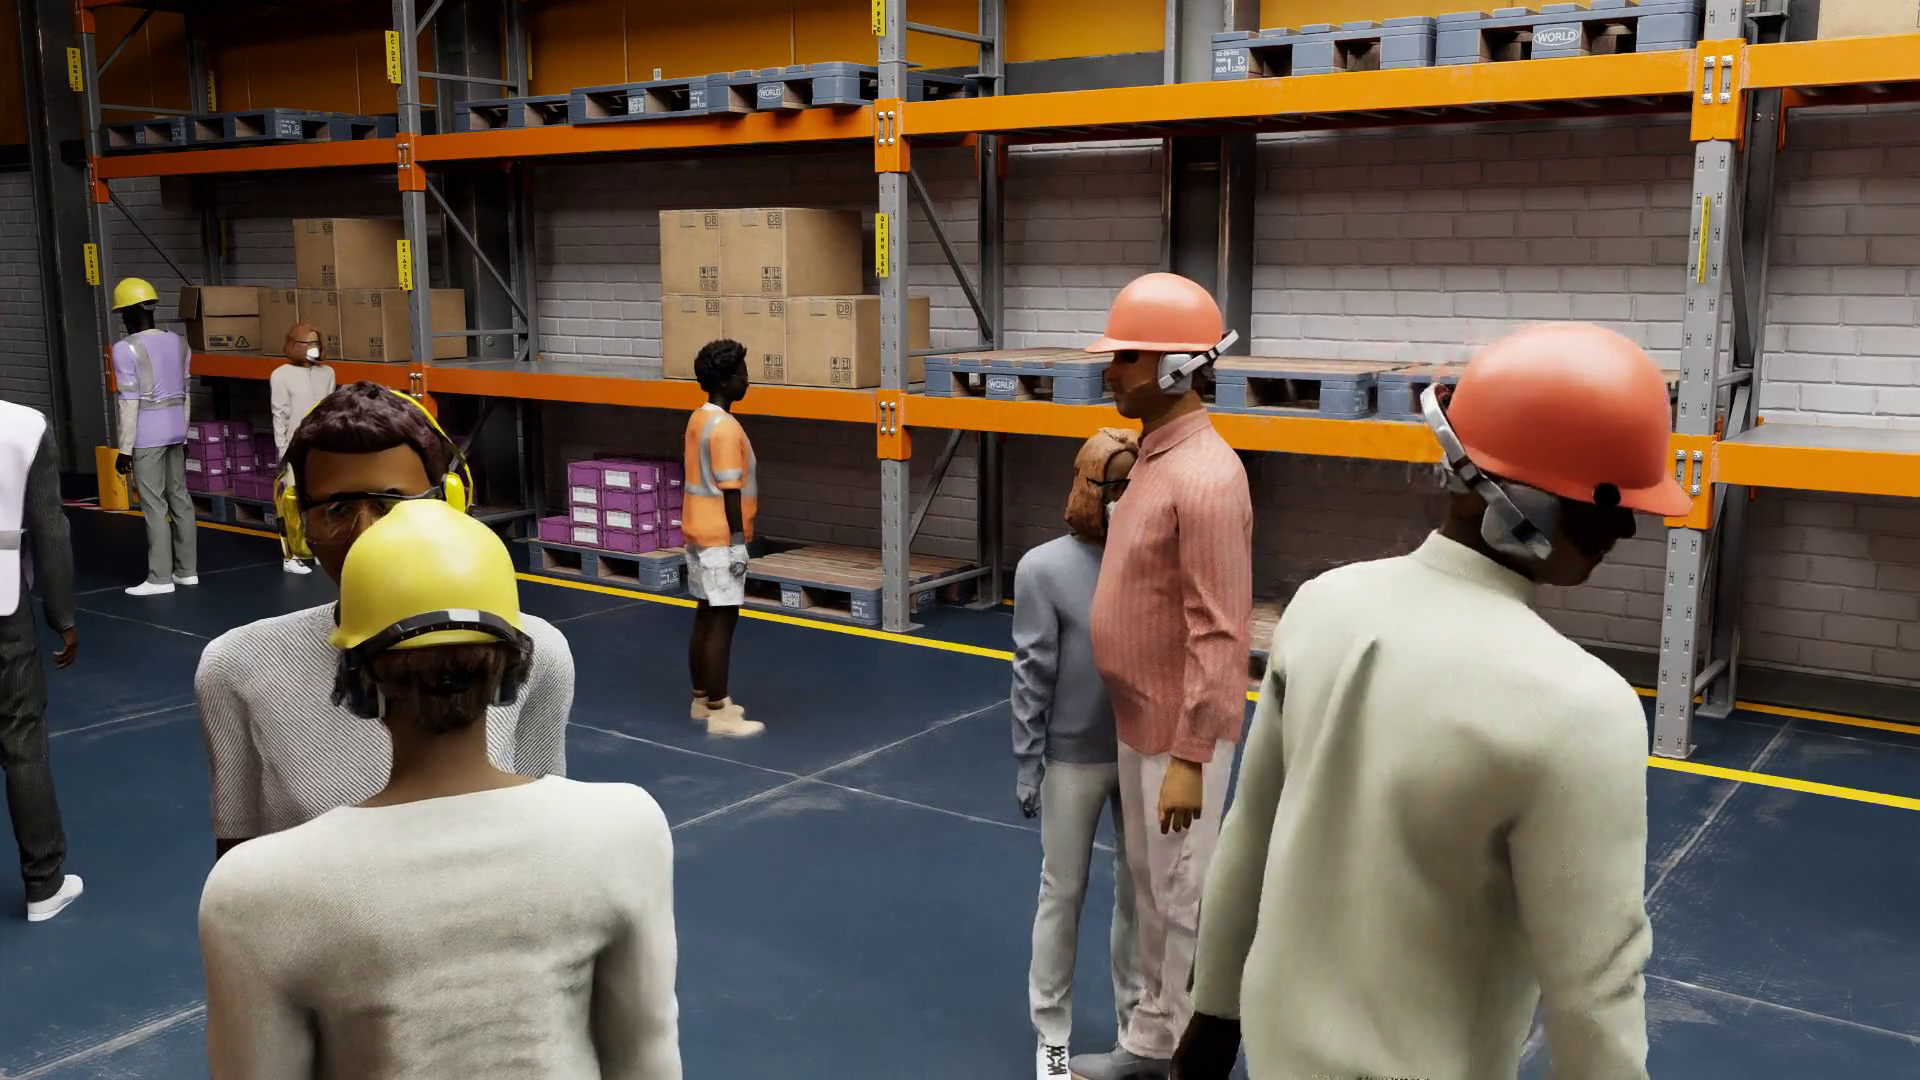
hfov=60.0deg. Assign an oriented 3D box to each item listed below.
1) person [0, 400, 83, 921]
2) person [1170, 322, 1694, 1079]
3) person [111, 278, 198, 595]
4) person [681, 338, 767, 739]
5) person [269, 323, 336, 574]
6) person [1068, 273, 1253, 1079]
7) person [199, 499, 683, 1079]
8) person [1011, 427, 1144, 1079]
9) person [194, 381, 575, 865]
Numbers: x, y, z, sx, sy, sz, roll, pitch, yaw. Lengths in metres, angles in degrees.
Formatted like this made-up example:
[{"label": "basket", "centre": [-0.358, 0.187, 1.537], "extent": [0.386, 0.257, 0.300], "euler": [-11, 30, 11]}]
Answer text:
[{"label": "person", "centre": [-2.996, 0.234, 5.011], "extent": [0.597, 1.916, 0.371], "euler": [-4, 10, -22]}, {"label": "person", "centre": [0.569, 0.699, 2.138], "extent": [0.593, 1.947, 0.639], "euler": [-3, 10, -18]}, {"label": "person", "centre": [-4.900, -0.620, 10.087], "extent": [0.373, 1.921, 0.585], "euler": [2, 10, 12]}, {"label": "person", "centre": [-1.018, -0.008, 7.107], "extent": [0.317, 1.695, 0.540], "euler": [-4, 10, -23]}, {"label": "person", "centre": [-4.248, -0.596, 10.835], "extent": [0.284, 1.625, 0.492], "euler": [5, 11, 27]}, {"label": "person", "centre": [0.462, 0.402, 3.781], "extent": [0.382, 1.995, 0.612], "euler": [-1, 10, -7]}, {"label": "person", "centre": [-0.580, 0.829, 1.944], "extent": [0.527, 1.760, 0.339], "euler": [-5, 11, -28]}, {"label": "person", "centre": [0.367, 0.538, 4.041], "extent": [0.508, 1.632, 0.271], "euler": [-3, 10, -18]}, {"label": "person", "centre": [-0.759, 0.718, 2.270], "extent": [0.508, 1.872, 0.329], "euler": [-3, 10, -19]}]
